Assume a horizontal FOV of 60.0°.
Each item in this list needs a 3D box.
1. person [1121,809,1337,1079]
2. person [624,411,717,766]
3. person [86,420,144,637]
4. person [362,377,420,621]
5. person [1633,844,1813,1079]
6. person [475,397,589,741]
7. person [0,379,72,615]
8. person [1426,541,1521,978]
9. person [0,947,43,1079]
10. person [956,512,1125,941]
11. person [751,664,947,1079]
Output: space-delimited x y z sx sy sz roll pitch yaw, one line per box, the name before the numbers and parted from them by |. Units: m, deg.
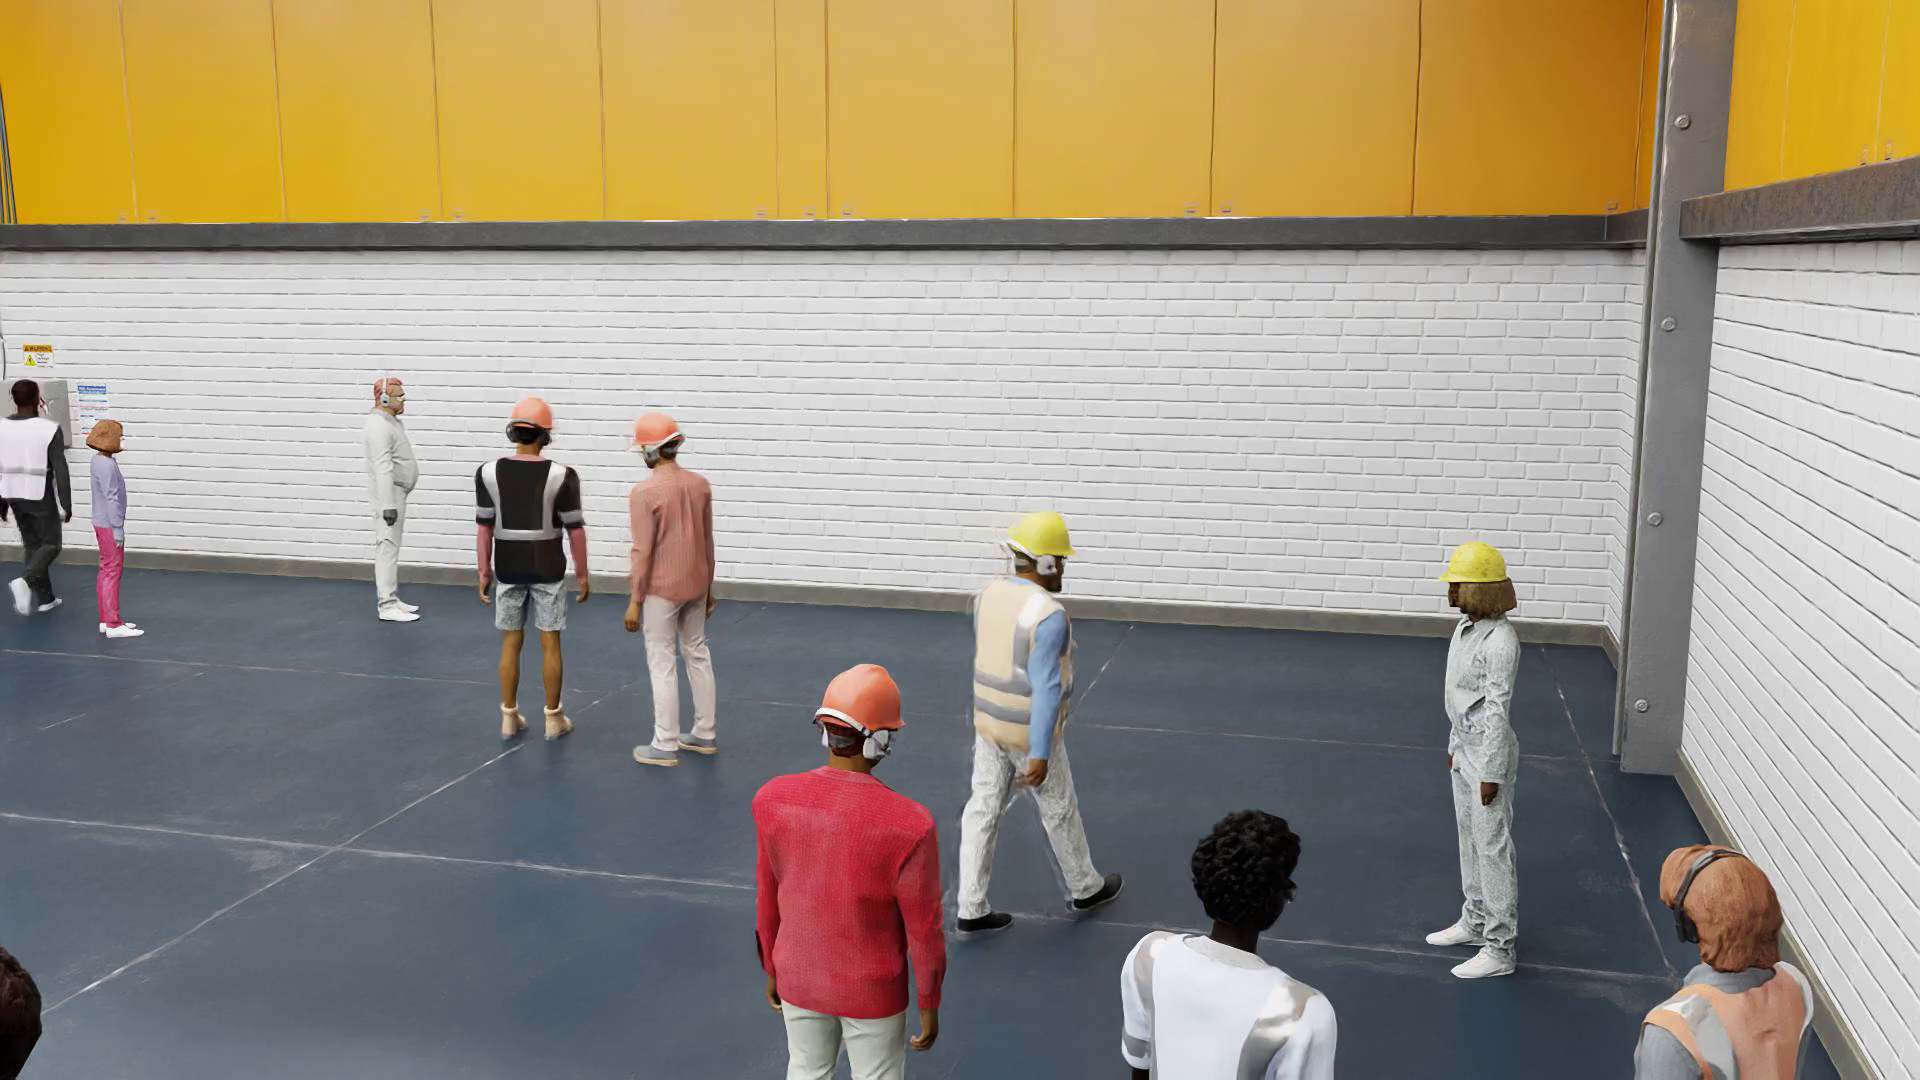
person | 0.567 1.403 3.556 0.319 1.687 0.539 -9 13 -44
person | -1.628 0.268 9.340 0.412 1.988 0.633 6 11 32
person | -6.367 -0.090 12.497 0.274 1.631 0.507 -7 12 -35
person | -4.449 -0.322 13.067 0.399 1.907 0.644 -3 10 -16
person | 1.565 1.439 3.485 0.522 1.636 0.309 -7 12 -34
person | -2.506 0.180 9.749 0.627 2.028 0.424 0 10 0
person | -7.364 -0.328 13.155 0.613 1.888 0.780 0 10 1
person | 2.044 0.861 6.617 0.343 1.735 0.484 0 10 -1
person | -1.426 1.492 2.488 0.328 1.874 0.521 -7 12 -37
person | 0.330 0.769 7.019 0.922 1.779 0.589 -7 12 -37
person | -0.296 1.198 4.614 0.574 1.738 0.351 4 10 23
